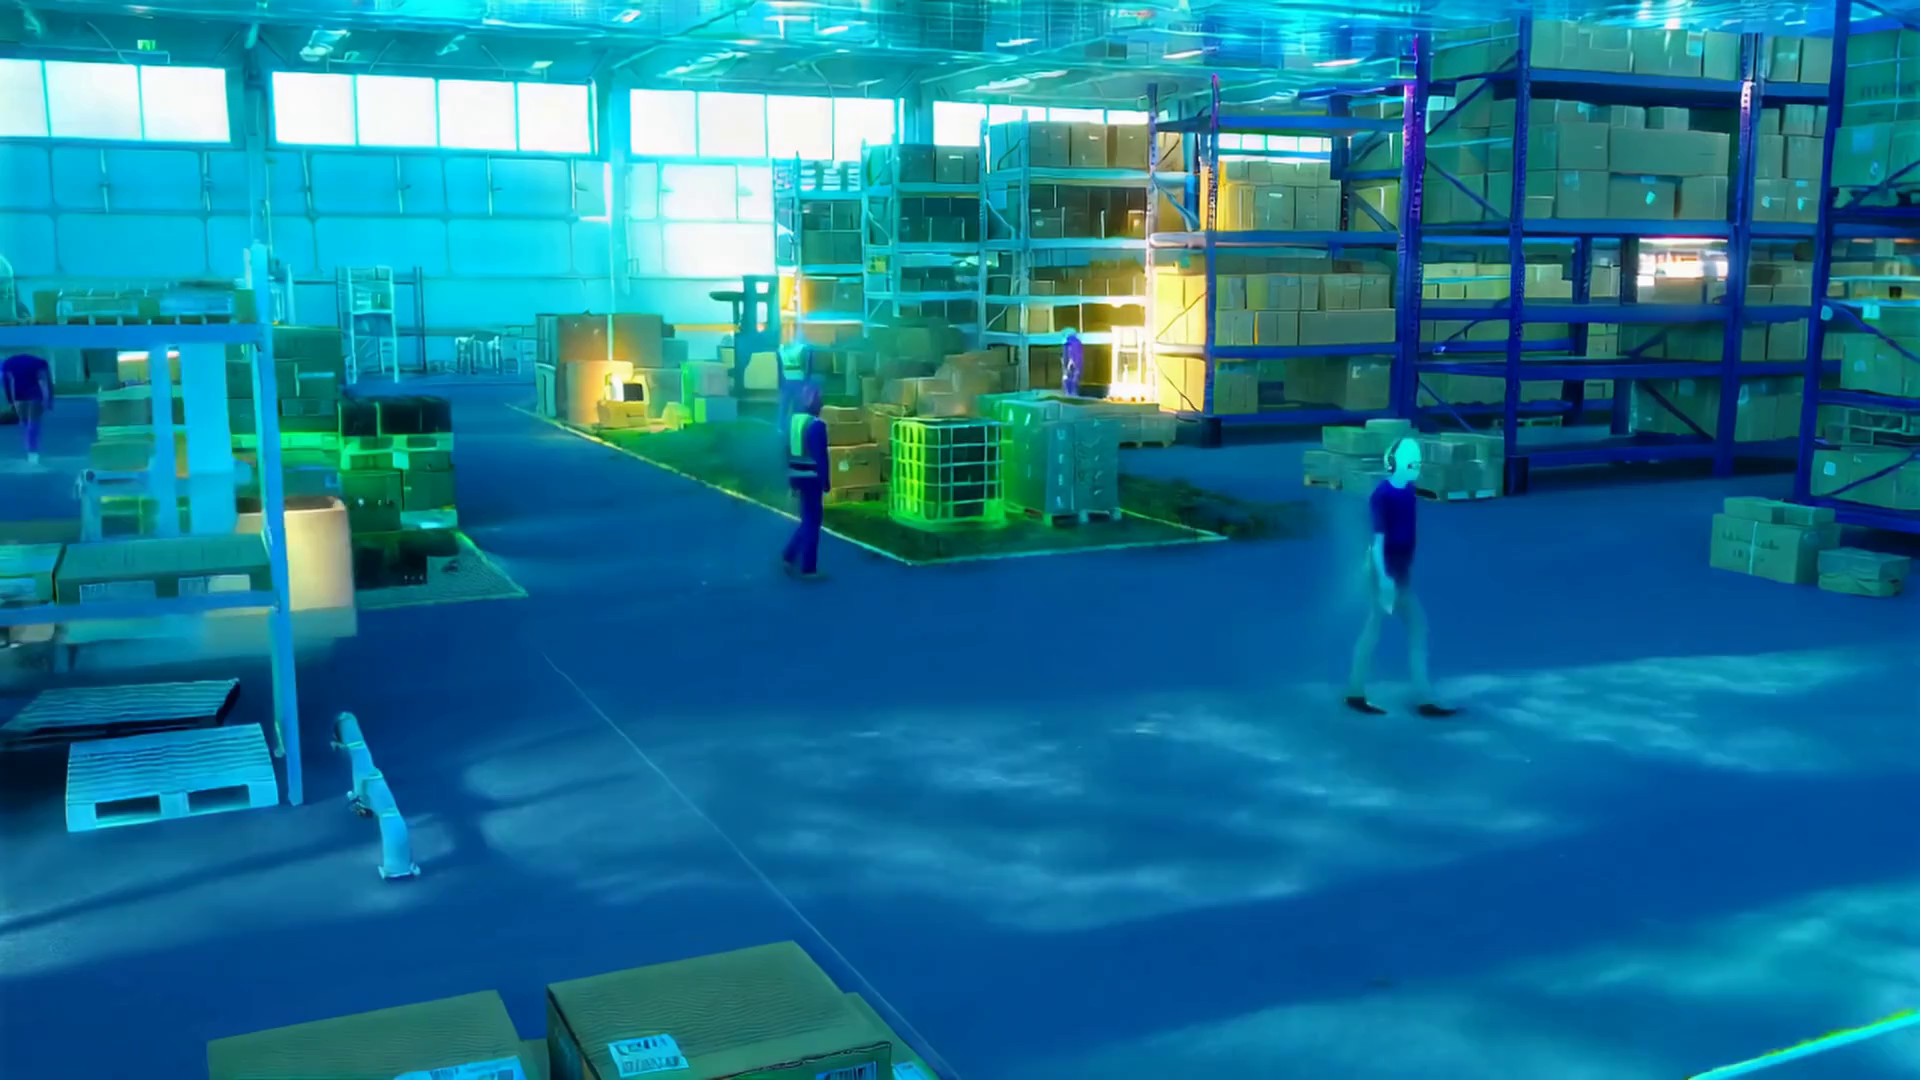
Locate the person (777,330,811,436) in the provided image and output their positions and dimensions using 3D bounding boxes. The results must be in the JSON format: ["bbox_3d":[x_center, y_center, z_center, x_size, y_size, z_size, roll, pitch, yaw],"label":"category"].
[{"bbox_3d":[-2.926,-2.768,29.379,0.608,1.878,0.438,2,9,11],"label":"person"}]

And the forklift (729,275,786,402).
[{"bbox_3d":[-4.423,-4.560,37.377,1.873,2.768,1.129,6,11,34],"label":"forklift"}]

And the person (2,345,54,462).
[{"bbox_3d":[-14.237,-2.135,25.433,0.650,1.891,1.030,-3,10,-18],"label":"person"}]

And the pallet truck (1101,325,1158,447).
[{"bbox_3d":[2.881,-2.596,27.923,0.823,1.965,1.885,-1,9,-7],"label":"pallet truck"}]

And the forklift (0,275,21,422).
[{"bbox_3d":[-18.661,-3.656,31.771,1.873,2.768,1.129,6,11,32],"label":"forklift"}]

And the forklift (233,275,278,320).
[{"bbox_3d":[-16.138,-4.704,38.269,1.129,2.768,1.873,-4,10,-25],"label":"forklift"}]

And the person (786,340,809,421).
[{"bbox_3d":[-3.133,-3.101,32.298,0.525,1.593,0.859,4,10,23],"label":"person"}]

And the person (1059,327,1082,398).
[{"bbox_3d":[2.122,-3.197,32.138,0.429,1.844,0.627,4,10,24],"label":"person"}]

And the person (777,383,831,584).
[{"bbox_3d":[-1.402,-0.514,15.398,0.444,1.868,0.603,-7,11,-35],"label":"person"}]

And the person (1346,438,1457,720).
[{"bbox_3d":[2.859,0.263,10.684,0.554,1.834,0.838,-9,13,-44],"label":"person"}]

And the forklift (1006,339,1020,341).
[{"bbox_3d":[1.028,-4.595,37.598,1.873,2.768,1.129,-4,10,-25],"label":"forklift"}]

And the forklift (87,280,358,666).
[{"bbox_3d":[-5.723,-0.590,12.745,1.873,2.768,1.129,-4,10,-25],"label":"forklift"}]
